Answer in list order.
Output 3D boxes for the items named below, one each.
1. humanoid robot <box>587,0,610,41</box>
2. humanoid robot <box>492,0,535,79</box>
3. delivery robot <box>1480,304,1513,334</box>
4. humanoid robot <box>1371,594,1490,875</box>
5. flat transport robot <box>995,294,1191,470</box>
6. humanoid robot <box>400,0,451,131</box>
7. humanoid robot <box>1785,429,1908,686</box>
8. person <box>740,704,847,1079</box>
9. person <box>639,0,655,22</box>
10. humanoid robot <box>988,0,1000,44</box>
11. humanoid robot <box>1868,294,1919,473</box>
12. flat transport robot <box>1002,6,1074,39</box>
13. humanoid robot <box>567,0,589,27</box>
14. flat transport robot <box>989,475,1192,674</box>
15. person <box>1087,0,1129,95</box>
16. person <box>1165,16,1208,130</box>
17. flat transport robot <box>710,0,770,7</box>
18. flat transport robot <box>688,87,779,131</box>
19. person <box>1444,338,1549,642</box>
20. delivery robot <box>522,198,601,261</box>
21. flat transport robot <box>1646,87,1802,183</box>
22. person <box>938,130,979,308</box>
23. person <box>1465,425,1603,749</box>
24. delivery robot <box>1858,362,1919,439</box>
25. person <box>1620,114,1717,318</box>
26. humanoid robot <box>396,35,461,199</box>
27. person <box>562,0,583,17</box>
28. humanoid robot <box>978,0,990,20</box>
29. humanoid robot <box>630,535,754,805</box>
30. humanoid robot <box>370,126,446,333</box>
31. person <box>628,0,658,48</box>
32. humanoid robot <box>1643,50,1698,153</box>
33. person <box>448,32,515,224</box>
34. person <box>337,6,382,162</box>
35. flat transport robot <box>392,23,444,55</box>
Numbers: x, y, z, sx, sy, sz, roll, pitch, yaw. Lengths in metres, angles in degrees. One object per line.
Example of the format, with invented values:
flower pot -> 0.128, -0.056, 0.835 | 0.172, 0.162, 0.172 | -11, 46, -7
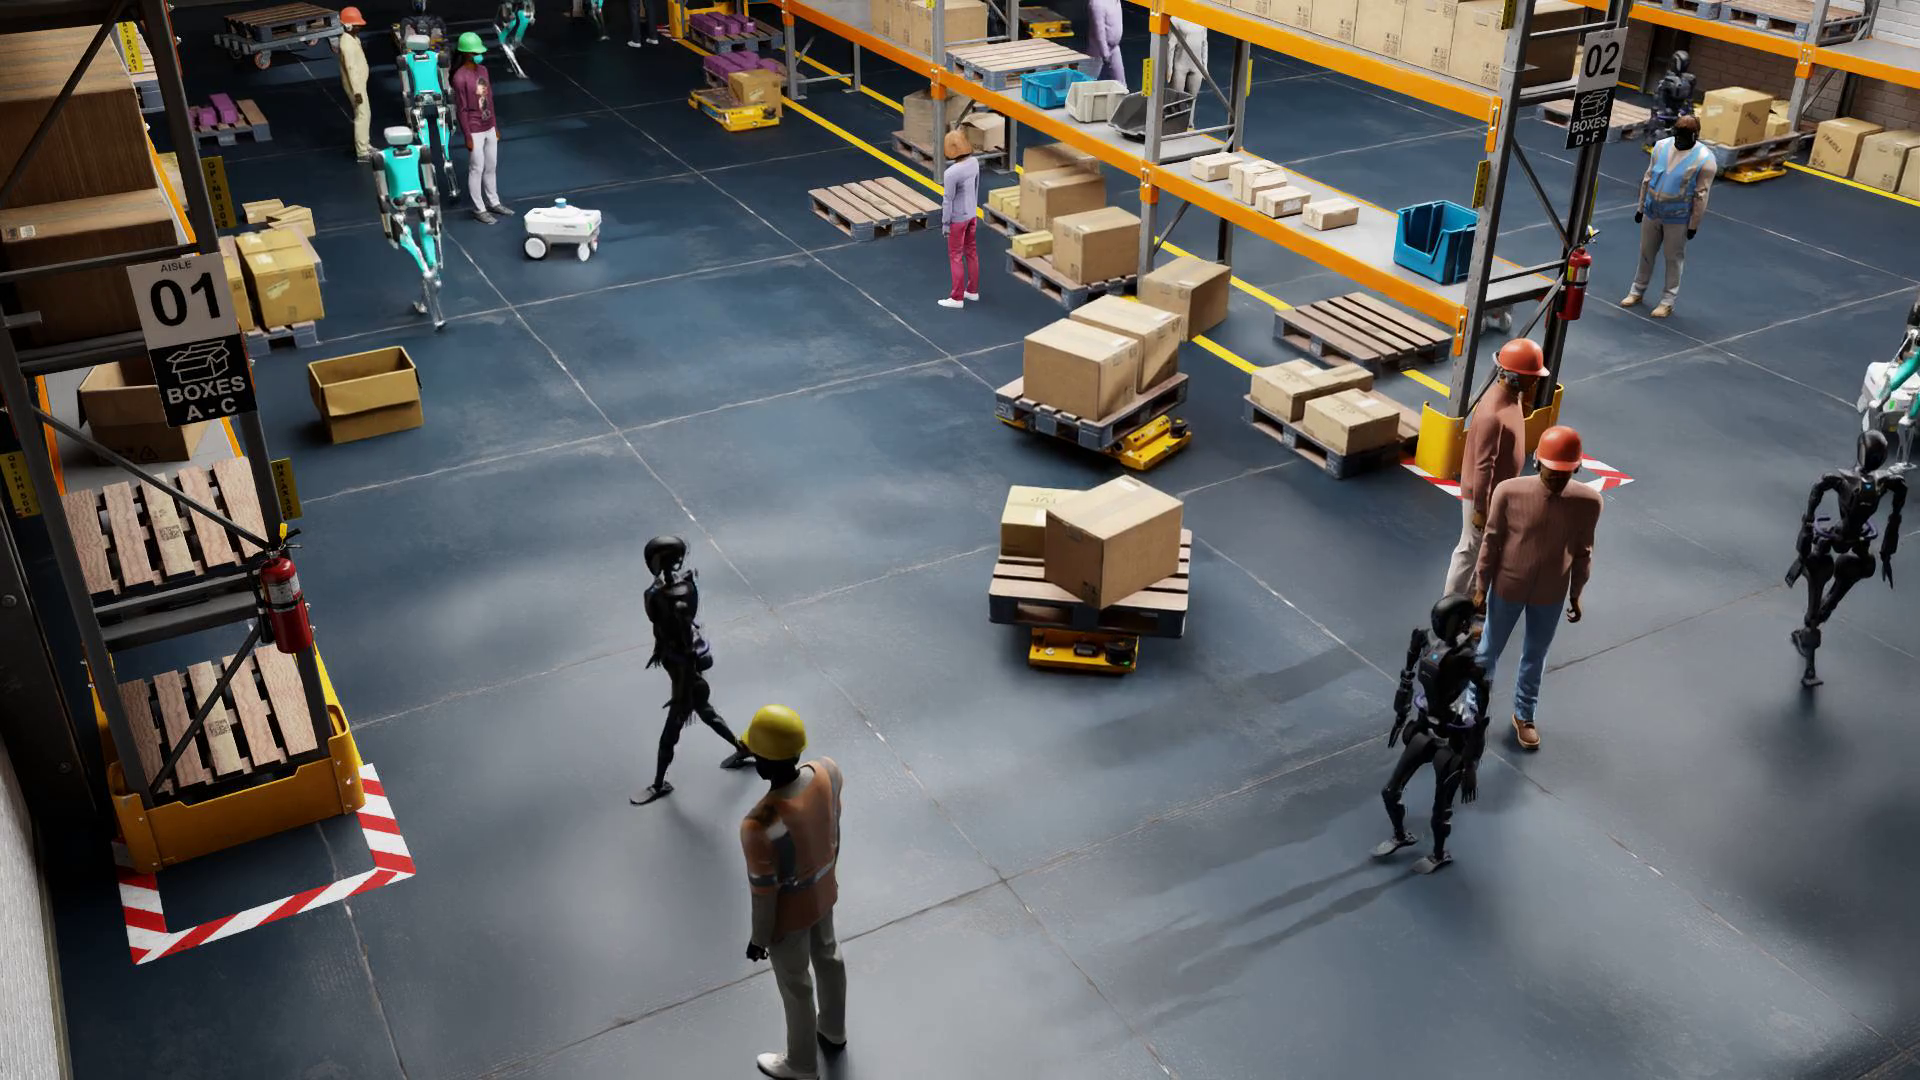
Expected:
humanoid robot -> -5.284, -8.122, 24.095 | 0.550, 1.788, 0.836 | 14, 33, 23
humanoid robot -> -6.032, -7.006, 22.225 | 0.822, 1.869, 0.546 | 24, 37, 35
delivery robot -> 4.654, -2.225, 15.014 | 0.499, 0.613, 0.811 | -10, 31, -17
humanoid robot -> 2.383, 0.995, 8.272 | 0.430, 1.646, 0.595 | -17, 34, -27
flat transport robot -> 1.035, -0.935, 13.038 | 1.431, 0.231, 0.659 | 22, 37, 34
humanoid robot -> -6.423, -5.763, 20.038 | 0.609, 1.645, 0.468 | -8, 31, -14
humanoid robot -> 5.257, 0.100, 9.856 | 0.603, 1.632, 0.776 | 3, 30, 6
person -> -0.719, 1.521, 7.099 | 0.383, 1.927, 0.587 | 17, 34, 27
person -> -4.819, -8.851, 25.375 | 0.582, 1.697, 0.929 | 5, 30, 9
humanoid robot -> 0.297, -7.801, 23.604 | 0.747, 1.627, 0.599 | 10, 31, 16
humanoid robot -> 7.014, -1.332, 12.234 | 0.853, 1.736, 0.563 | -15, 33, -24
flat transport robot -> 1.150, -7.762, 24.922 | 0.659, 0.231, 1.431 | -9, 31, -15
humanoid robot -> -5.702, -8.500, 24.790 | 0.600, 1.657, 0.392 | -2, 30, -4
flat transport robot -> 0.856, 0.382, 10.745 | 0.659, 0.231, 1.431 | 5, 30, 8
person -> 1.828, -5.958, 20.183 | 0.988, 1.858, 0.641 | 18, 34, 28
person -> 2.636, -5.528, 19.404 | 0.562, 1.896, 0.354 | -13, 32, -21
flat transport robot -> -3.262, -8.685, 26.528 | 1.431, 0.231, 0.659 | -8, 31, -13
flat transport robot -> -2.851, -5.420, 20.845 | 0.659, 0.231, 1.431 | -15, 33, -25
person -> 3.275, -0.313, 10.237 | 0.402, 1.986, 0.610 | 15, 33, 24
delivery robot -> -3.964, -3.072, 16.490 | 0.785, 0.614, 0.522 | 3, 30, 5
flat transport robot -> 8.671, -4.410, 19.086 | 0.659, 0.231, 1.431 | -15, 33, -25
person -> -0.003, -2.912, 15.115 | 0.288, 1.629, 0.498 | 19, 35, 30
person -> 3.158, 0.268, 9.212 | 0.610, 1.995, 0.376 | 3, 30, 6
delivery robot -> 7.344, -1.081, 13.022 | 0.499, 0.612, 0.789 | 6, 30, 10
person -> 6.351, -2.908, 14.909 | 0.431, 1.838, 0.630 | -19, 35, -30
humanoid robot -> -5.547, -4.381, 17.427 | 0.533, 1.677, 0.735 | -7, 31, -12
person -> -6.024, -8.919, 25.377 | 0.445, 1.825, 0.638 | -10, 31, -17
humanoid robot -> 0.141, -7.087, 22.297 | 0.767, 1.793, 0.534 | 9, 31, 16
humanoid robot -> -1.471, 0.657, 8.908 | 0.761, 1.641, 0.600 | -13, 32, -21
humanoid robot -> -4.726, -2.685, 14.651 | 0.540, 1.775, 1.001 | -19, 35, -29
person -> -4.600, -8.000, 23.764 | 0.508, 1.839, 0.340 | -22, 36, -33
humanoid robot -> 7.512, -4.368, 17.607 | 0.612, 1.634, 0.409 | -11, 32, -18
person -> -4.954, -4.248, 17.130 | 0.435, 1.944, 0.482 | 13, 32, 21
person -> -6.851, -5.201, 18.989 | 0.388, 1.732, 0.569 | -8, 31, -13
flat transport robot -> -7.775, -7.210, 23.961 | 0.659, 0.231, 1.431 | -11, 32, -18
